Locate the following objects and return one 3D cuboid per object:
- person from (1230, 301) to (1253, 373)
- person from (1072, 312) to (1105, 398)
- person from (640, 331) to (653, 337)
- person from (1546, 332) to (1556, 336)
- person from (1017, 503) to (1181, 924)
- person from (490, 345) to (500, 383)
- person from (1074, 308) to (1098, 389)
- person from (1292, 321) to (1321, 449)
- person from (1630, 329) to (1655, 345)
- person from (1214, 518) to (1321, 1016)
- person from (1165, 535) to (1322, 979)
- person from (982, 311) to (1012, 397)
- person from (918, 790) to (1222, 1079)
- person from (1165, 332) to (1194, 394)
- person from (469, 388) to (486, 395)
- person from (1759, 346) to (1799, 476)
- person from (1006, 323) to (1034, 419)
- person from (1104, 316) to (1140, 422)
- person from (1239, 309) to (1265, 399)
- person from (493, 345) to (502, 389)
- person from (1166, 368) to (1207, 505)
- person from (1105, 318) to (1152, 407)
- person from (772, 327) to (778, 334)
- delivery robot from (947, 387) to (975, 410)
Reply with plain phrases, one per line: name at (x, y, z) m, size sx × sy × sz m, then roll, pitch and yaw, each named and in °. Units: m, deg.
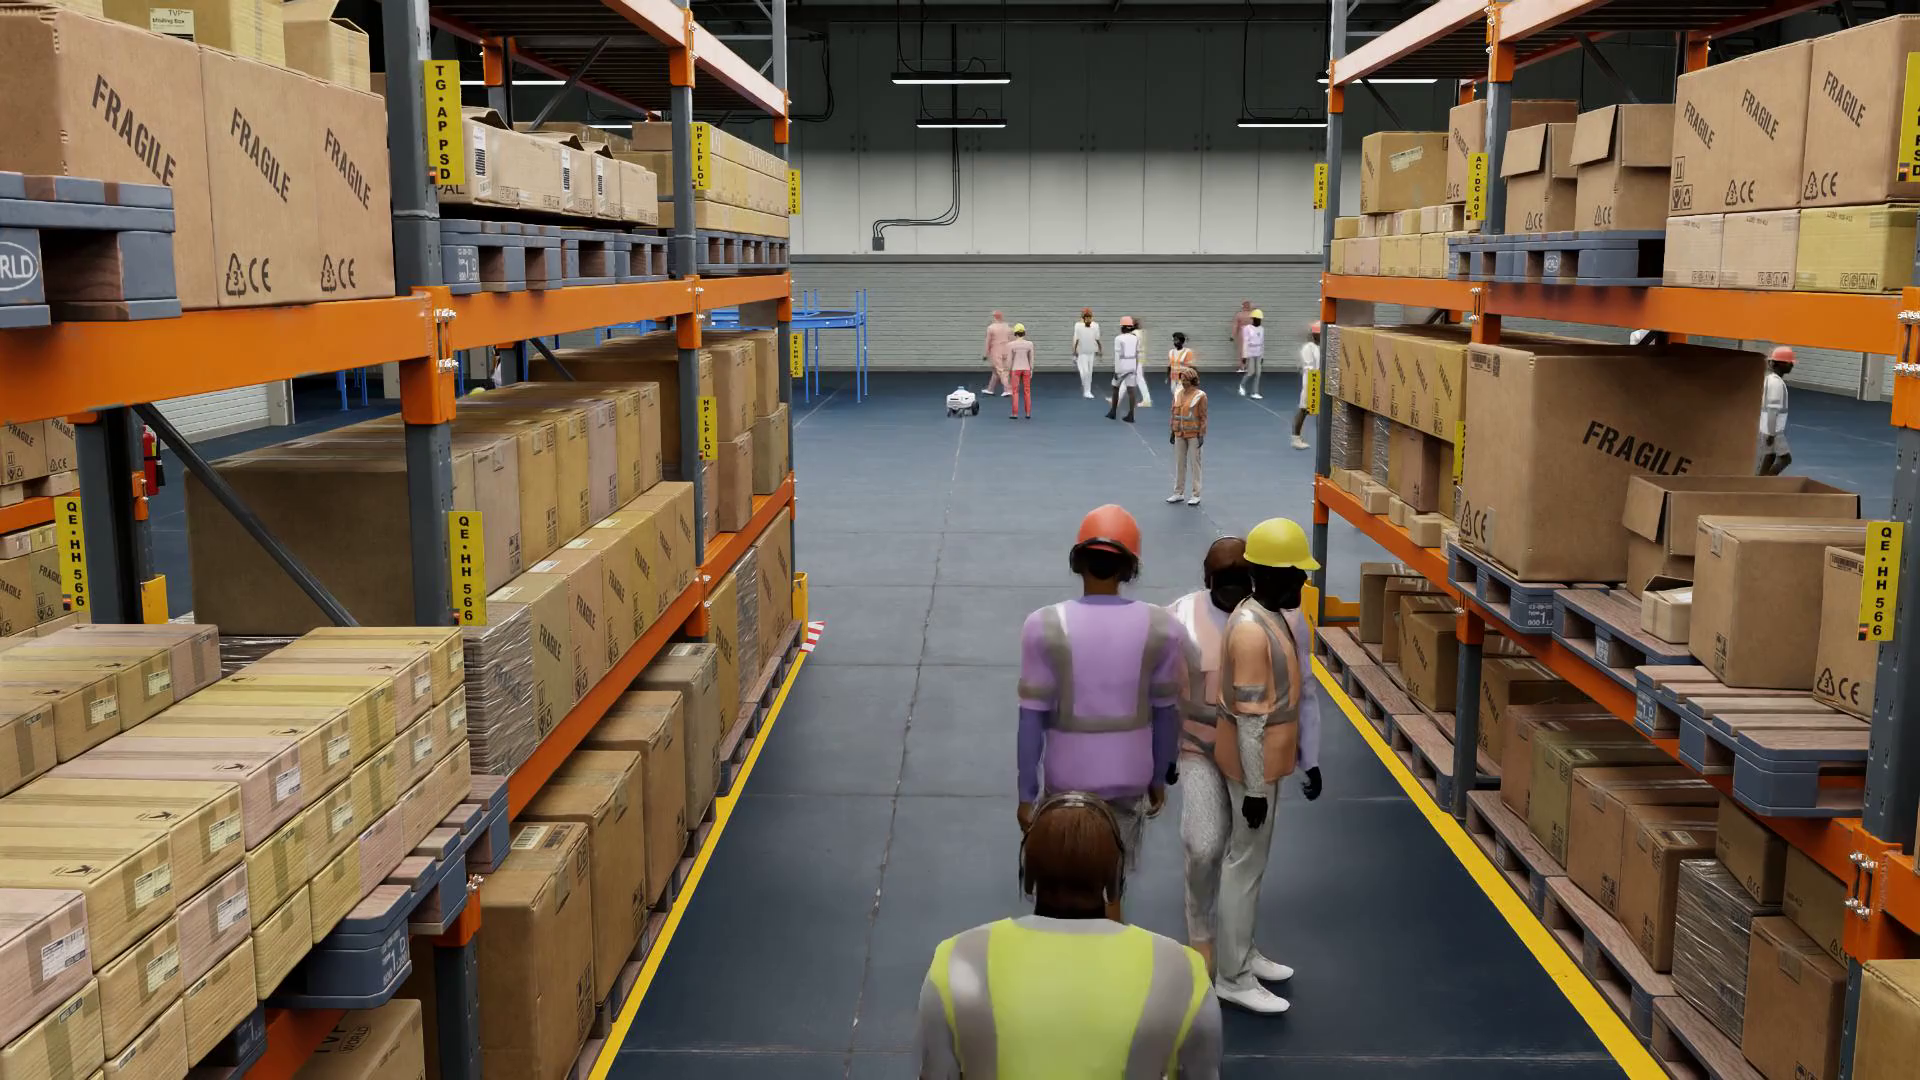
person at (7.478, -5.340, 43.749) m, size 0.662 × 1.899 × 0.455 m, roll -4°, pitch 10°, yaw -21°
person at (2.773, -3.946, 35.578) m, size 0.689 × 1.836 × 0.657 m, roll -3°, pitch 10°, yaw -16°
person at (-7.542, -4.686, 39.733) m, size 0.605 × 1.927 × 0.651 m, roll 0°, pitch 9°, yaw 0°
person at (8.972, -2.254, 25.438) m, size 0.509 × 1.842 × 0.329 m, roll 5°, pitch 11°, yaw 30°
person at (0.503, 0.868, 6.207) m, size 0.624 × 2.013 × 0.444 m, roll -1°, pitch 10°, yaw -7°
person at (-8.274, -3.015, 29.935) m, size 0.327 × 1.865 × 0.514 m, roll 3°, pitch 10°, yaw 19°
person at (2.890, -4.382, 38.111) m, size 0.597 × 1.866 × 0.726 m, roll -2°, pitch 10°, yaw -12°
person at (5.567, -2.368, 25.668) m, size 0.616 × 1.991 × 1.039 m, roll -8°, pitch 12°, yaw -40°
person at (13.934, -3.688, 34.047) m, size 0.595 × 1.837 × 0.404 m, roll -2°, pitch 10°, yaw -14°
person at (1.194, 0.863, 6.517) m, size 0.382 × 1.924 × 0.594 m, roll 3°, pitch 10°, yaw 15°
person at (1.120, 0.884, 6.733) m, size 0.641 × 1.820 × 0.547 m, roll 0°, pitch 9°, yaw -2°
person at (0.814, -4.057, 36.222) m, size 0.642 × 1.859 × 1.015 m, roll -9°, pitch 13°, yaw -43°
person at (0.245, 1.411, 3.630) m, size 0.656 × 1.794 × 0.930 m, roll 1°, pitch 10°, yaw 7°
person at (3.820, -2.817, 29.283) m, size 0.543 × 1.675 × 0.560 m, roll -8°, pitch 13°, yaw -41°
person at (-4.444, -0.528, 15.373) m, size 0.539 × 1.748 × 0.503 m, roll 2°, pitch 10°, yaw 13°
person at (9.647, -1.327, 19.668) m, size 0.400 × 1.923 × 0.541 m, roll 3°, pitch 10°, yaw 17°
person at (1.116, -3.149, 31.020) m, size 0.523 × 1.771 × 0.310 m, roll -2°, pitch 10°, yaw -14°
person at (2.984, -3.149, 30.589) m, size 0.581 × 1.905 × 0.875 m, roll -5°, pitch 11°, yaw -26°
person at (6.247, -3.966, 35.493) m, size 0.610 × 1.910 × 0.505 m, roll -6°, pitch 11°, yaw -33°
person at (-6.334, -1.929, 23.266) m, size 0.388 × 1.919 × 0.594 m, roll -5°, pitch 11°, yaw -27°
person at (2.748, -1.252, 20.045) m, size 0.514 × 1.639 × 0.310 m, roll 9°, pitch 13°, yaw 44°
person at (3.445, -3.584, 33.564) m, size 0.964 × 1.792 × 0.621 m, roll 2°, pitch 10°, yaw 9°
person at (-3.533, -3.376, 31.872) m, size 0.368 × 1.940 × 0.633 m, roll -1°, pitch 10°, yaw -8°
delivery robot at (0.019, -2.680, 31.685) m, size 0.477 × 0.478 × 0.707 m, roll 4°, pitch 10°, yaw 21°
